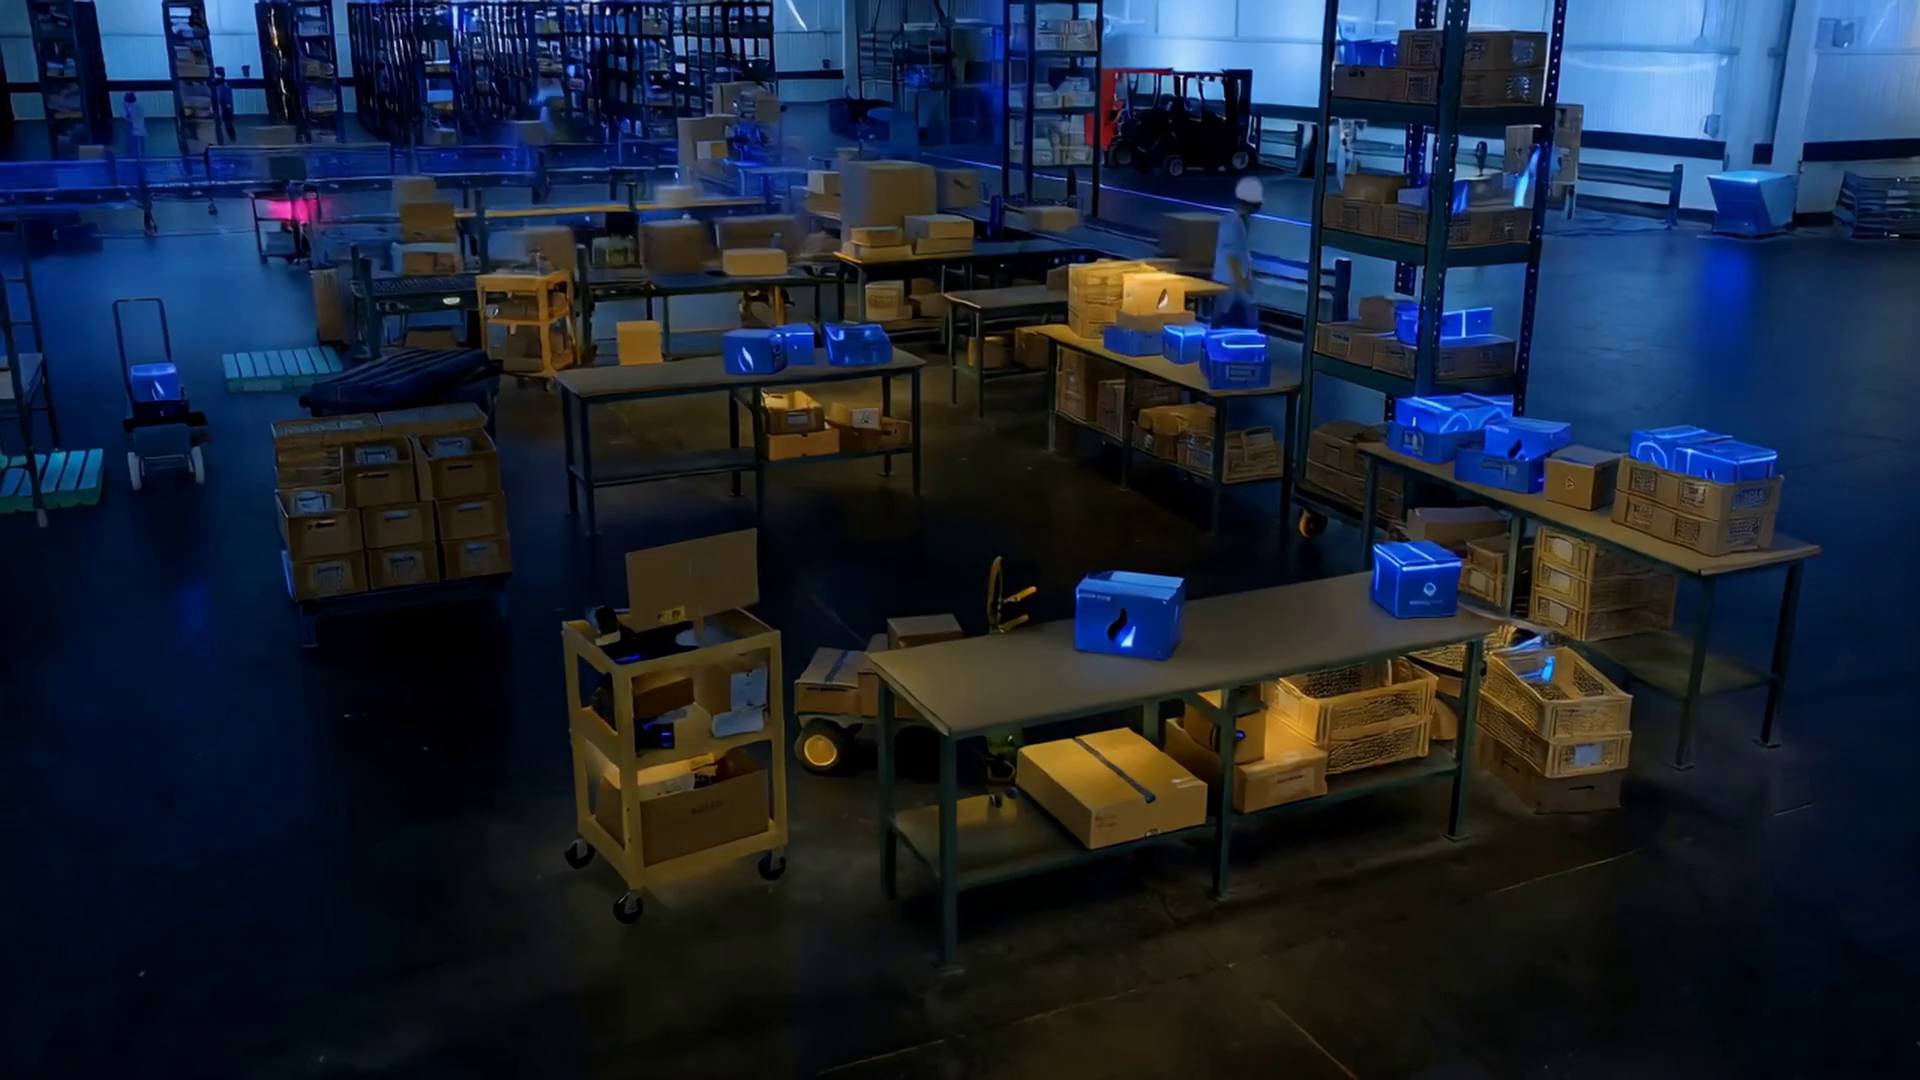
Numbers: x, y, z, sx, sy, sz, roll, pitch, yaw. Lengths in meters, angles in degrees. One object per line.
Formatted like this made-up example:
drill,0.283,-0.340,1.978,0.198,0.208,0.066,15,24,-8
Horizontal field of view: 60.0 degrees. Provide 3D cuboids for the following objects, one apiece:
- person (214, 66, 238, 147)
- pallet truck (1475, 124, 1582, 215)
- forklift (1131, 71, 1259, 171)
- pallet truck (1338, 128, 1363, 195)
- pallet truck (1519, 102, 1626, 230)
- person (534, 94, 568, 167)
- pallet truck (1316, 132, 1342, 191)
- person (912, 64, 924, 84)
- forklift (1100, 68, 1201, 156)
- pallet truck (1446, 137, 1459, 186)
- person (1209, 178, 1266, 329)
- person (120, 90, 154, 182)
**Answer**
person,-18.705,-10.996,42.332,0.377,2.044,0.607,-1,18,-4
pallet truck,9.707,-6.455,28.103,1.885,1.965,0.823,-7,19,-20
forklift,4.998,-8.936,35.413,2.680,1.987,1.157,-9,20,-25
pallet truck,7.845,-7.140,31.411,1.522,1.261,0.704,-9,20,-25
pallet truck,9.972,-6.037,26.785,1.885,1.965,0.823,-9,20,-25
person,-8.675,-8.496,34.992,0.917,1.722,0.536,-2,18,-7
pallet truck,7.723,-7.504,32.656,1.601,1.201,0.680,-8,19,-23
person,-1.150,-12.231,46.313,0.400,1.987,0.612,-3,18,-9
forklift,4.082,-9.564,37.410,2.680,1.987,1.157,-8,19,-23
pallet truck,9.184,-6.485,29.328,1.630,1.274,0.653,-8,19,-23
person,2.601,-2.492,15.787,0.764,1.880,0.550,15,23,39
person,-16.885,-8.288,34.127,0.381,1.841,0.566,8,19,23
